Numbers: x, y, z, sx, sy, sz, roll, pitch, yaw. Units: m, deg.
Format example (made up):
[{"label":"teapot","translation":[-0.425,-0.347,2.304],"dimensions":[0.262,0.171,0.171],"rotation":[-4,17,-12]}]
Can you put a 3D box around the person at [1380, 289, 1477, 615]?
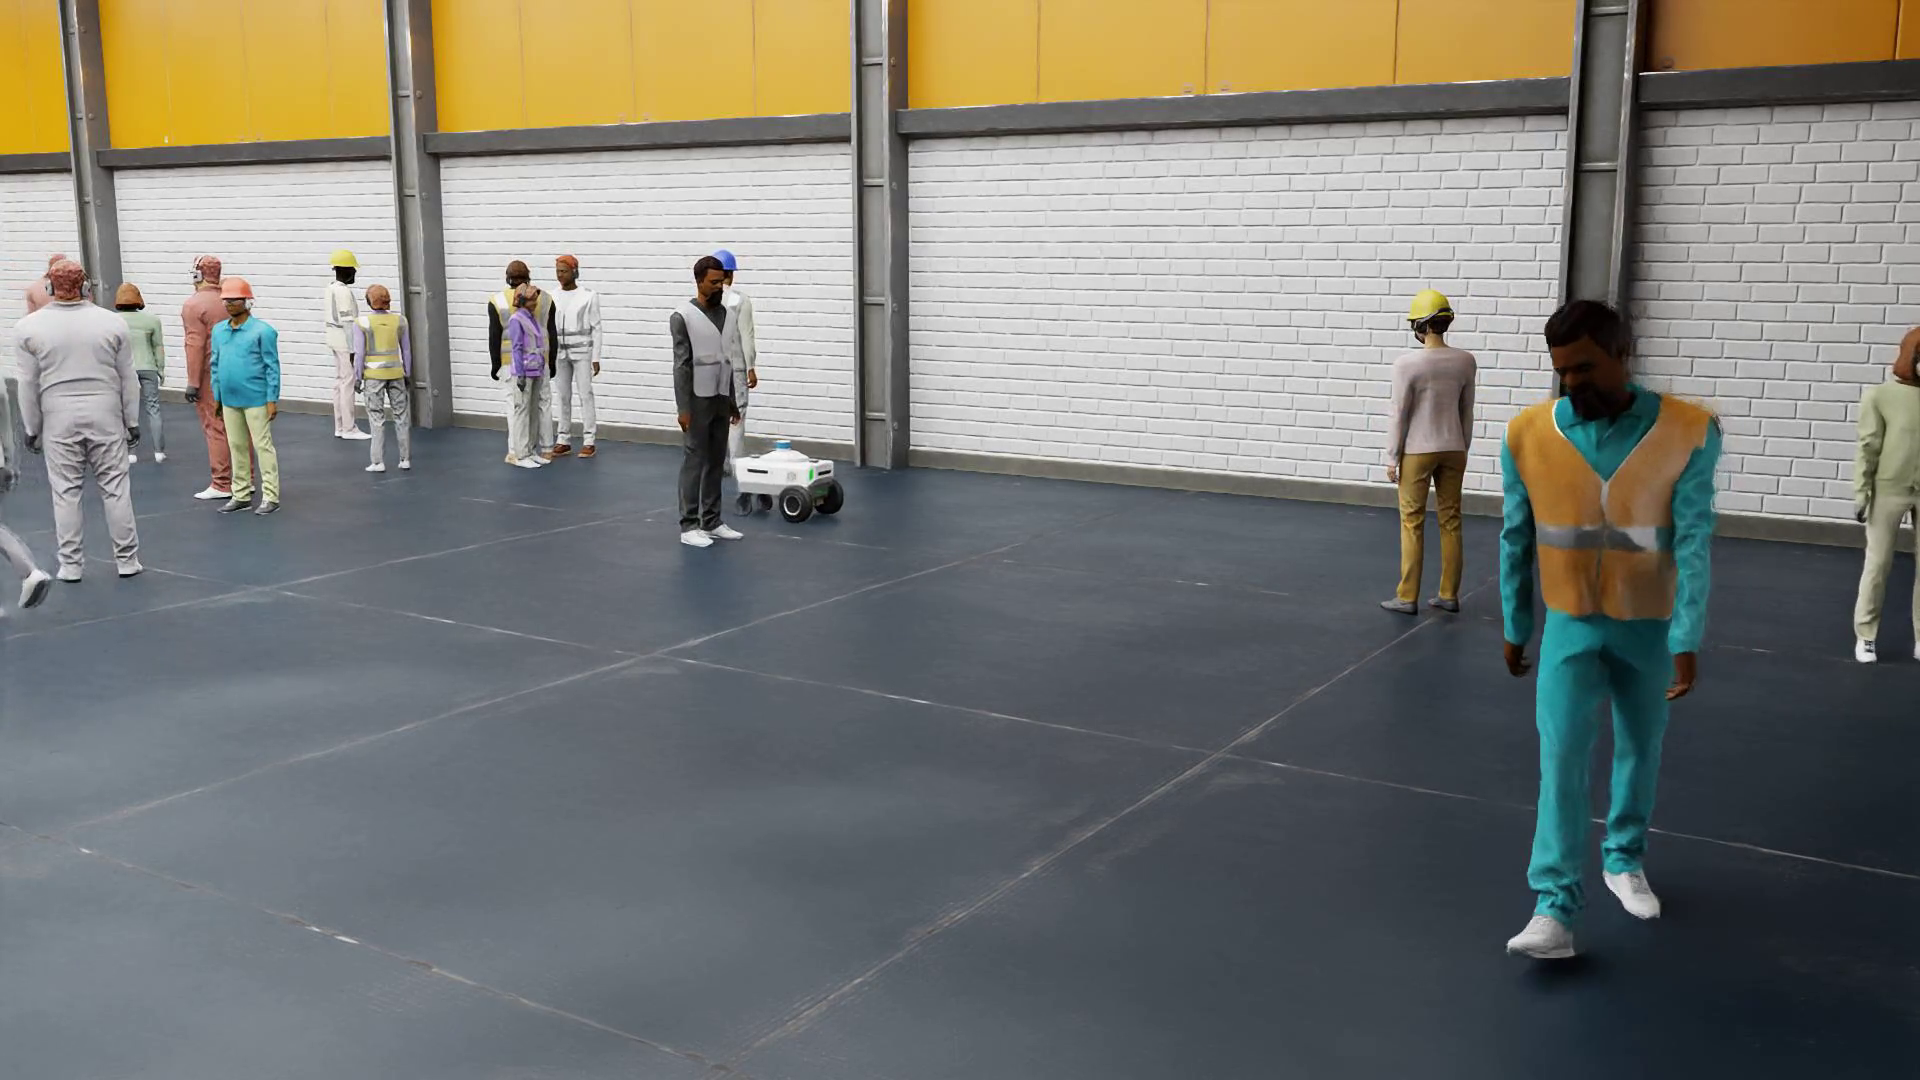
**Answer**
[{"label":"person","translation":[2.532,-0.468,9.015],"dimensions":[0.524,1.761,0.339],"rotation":[-3,11,-18]}]

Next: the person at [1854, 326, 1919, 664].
[{"label":"person","translation":[4.509,-0.201,7.900],"dimensions":[0.494,1.624,0.284],"rotation":[3,11,16]}]

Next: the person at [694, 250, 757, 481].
[{"label":"person","translation":[-1.987,-1.467,14.058],"dimensions":[0.609,1.942,0.408],"rotation":[5,12,27]}]

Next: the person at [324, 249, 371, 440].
[{"label":"person","translation":[-6.231,-1.979,16.909],"dimensions":[0.369,1.925,0.594],"rotation":[-7,12,-34]}]

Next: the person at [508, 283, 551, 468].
[{"label":"person","translation":[-3.863,-1.466,14.863],"dimensions":[0.307,1.639,0.525],"rotation":[1,10,4]}]

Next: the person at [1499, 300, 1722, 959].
[{"label":"person","translation":[1.810,0.254,4.749],"dimensions":[0.578,1.847,0.949],"rotation":[4,11,23]}]

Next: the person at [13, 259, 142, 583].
[{"label":"person","translation":[-5.216,-0.700,9.880],"dimensions":[0.639,1.911,0.406],"rotation":[-6,12,-29]}]

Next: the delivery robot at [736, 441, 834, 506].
[{"label":"delivery robot","translation":[-1.287,-0.485,12.176],"dimensions":[0.707,0.478,0.477],"rotation":[5,12,28]}]

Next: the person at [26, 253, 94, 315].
[{"label":"person","translation":[-9.307,-2.048,17.425],"dimensions":[0.677,1.871,0.907],"rotation":[-1,10,-4]}]

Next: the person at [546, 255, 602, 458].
[{"label":"person","translation":[-3.612,-1.702,15.500],"dimensions":[0.576,1.881,0.352],"rotation":[3,11,15]}]

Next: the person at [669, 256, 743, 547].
[{"label":"person","translation":[-1.704,-0.927,11.112],"dimensions":[0.370,1.915,0.597],"rotation":[6,12,29]}]

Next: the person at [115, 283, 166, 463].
[{"label":"person","translation":[-7.515,-1.517,15.168],"dimensions":[0.502,1.633,0.278],"rotation":[-8,13,-37]}]

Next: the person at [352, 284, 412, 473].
[{"label":"person","translation":[-5.036,-1.405,14.526],"dimensions":[0.525,1.639,0.307],"rotation":[-9,14,-42]}]

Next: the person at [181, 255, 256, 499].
[{"label":"person","translation":[-5.848,-1.273,13.057],"dimensions":[0.400,1.907,0.645],"rotation":[3,11,18]}]

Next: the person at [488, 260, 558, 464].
[{"label":"person","translation":[-3.962,-1.609,15.107],"dimensions":[0.619,1.843,0.430],"rotation":[-5,11,-26]}]

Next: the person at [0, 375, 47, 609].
[{"label":"person","translation":[-5.196,-0.359,8.812],"dimensions":[0.410,1.616,0.504],"rotation":[2,10,9]}]

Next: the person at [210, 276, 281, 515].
[{"label":"person","translation":[-5.300,-1.064,12.308],"dimensions":[0.572,1.755,0.320],"rotation":[3,11,16]}]
